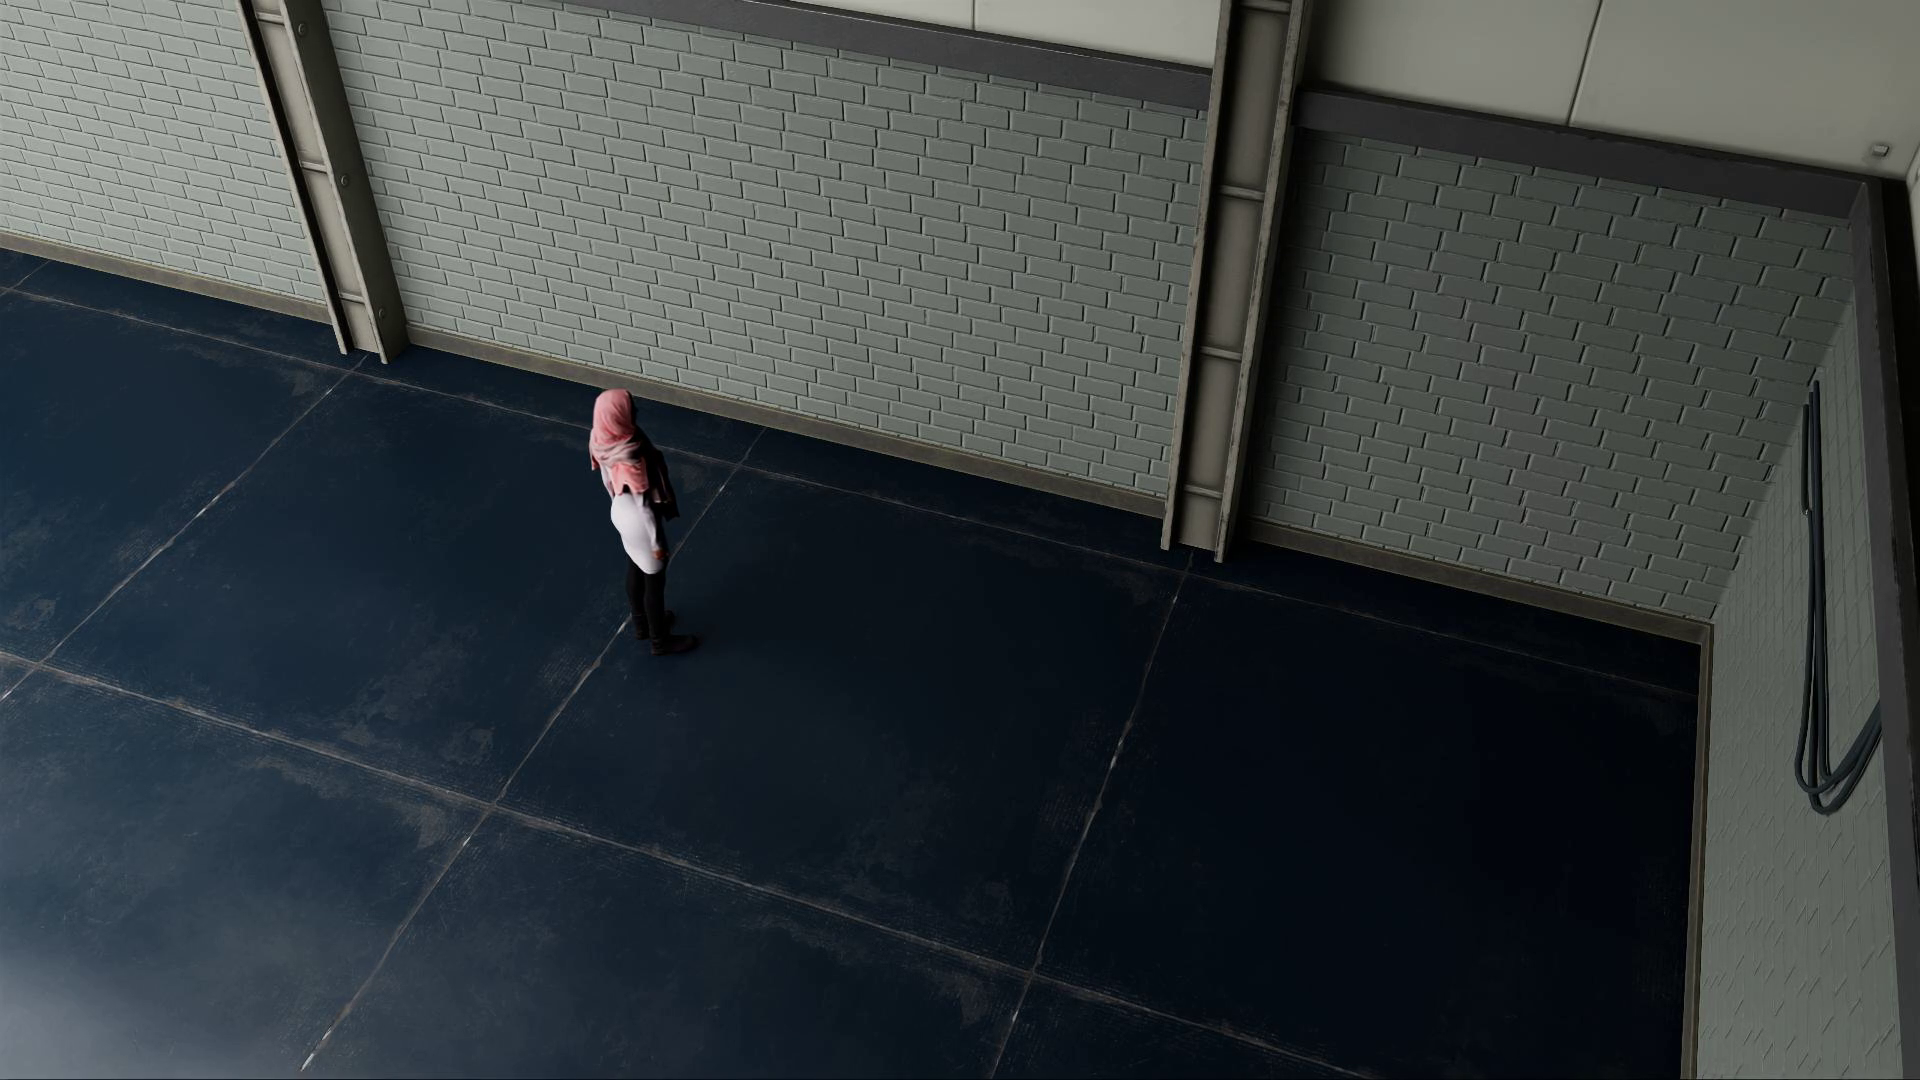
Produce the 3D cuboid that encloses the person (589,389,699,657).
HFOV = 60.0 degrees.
[{"bbox_3d":[-1.759,-0.087,9.087,0.796,1.804,0.709,-26,48,-26],"label":"person"}]
